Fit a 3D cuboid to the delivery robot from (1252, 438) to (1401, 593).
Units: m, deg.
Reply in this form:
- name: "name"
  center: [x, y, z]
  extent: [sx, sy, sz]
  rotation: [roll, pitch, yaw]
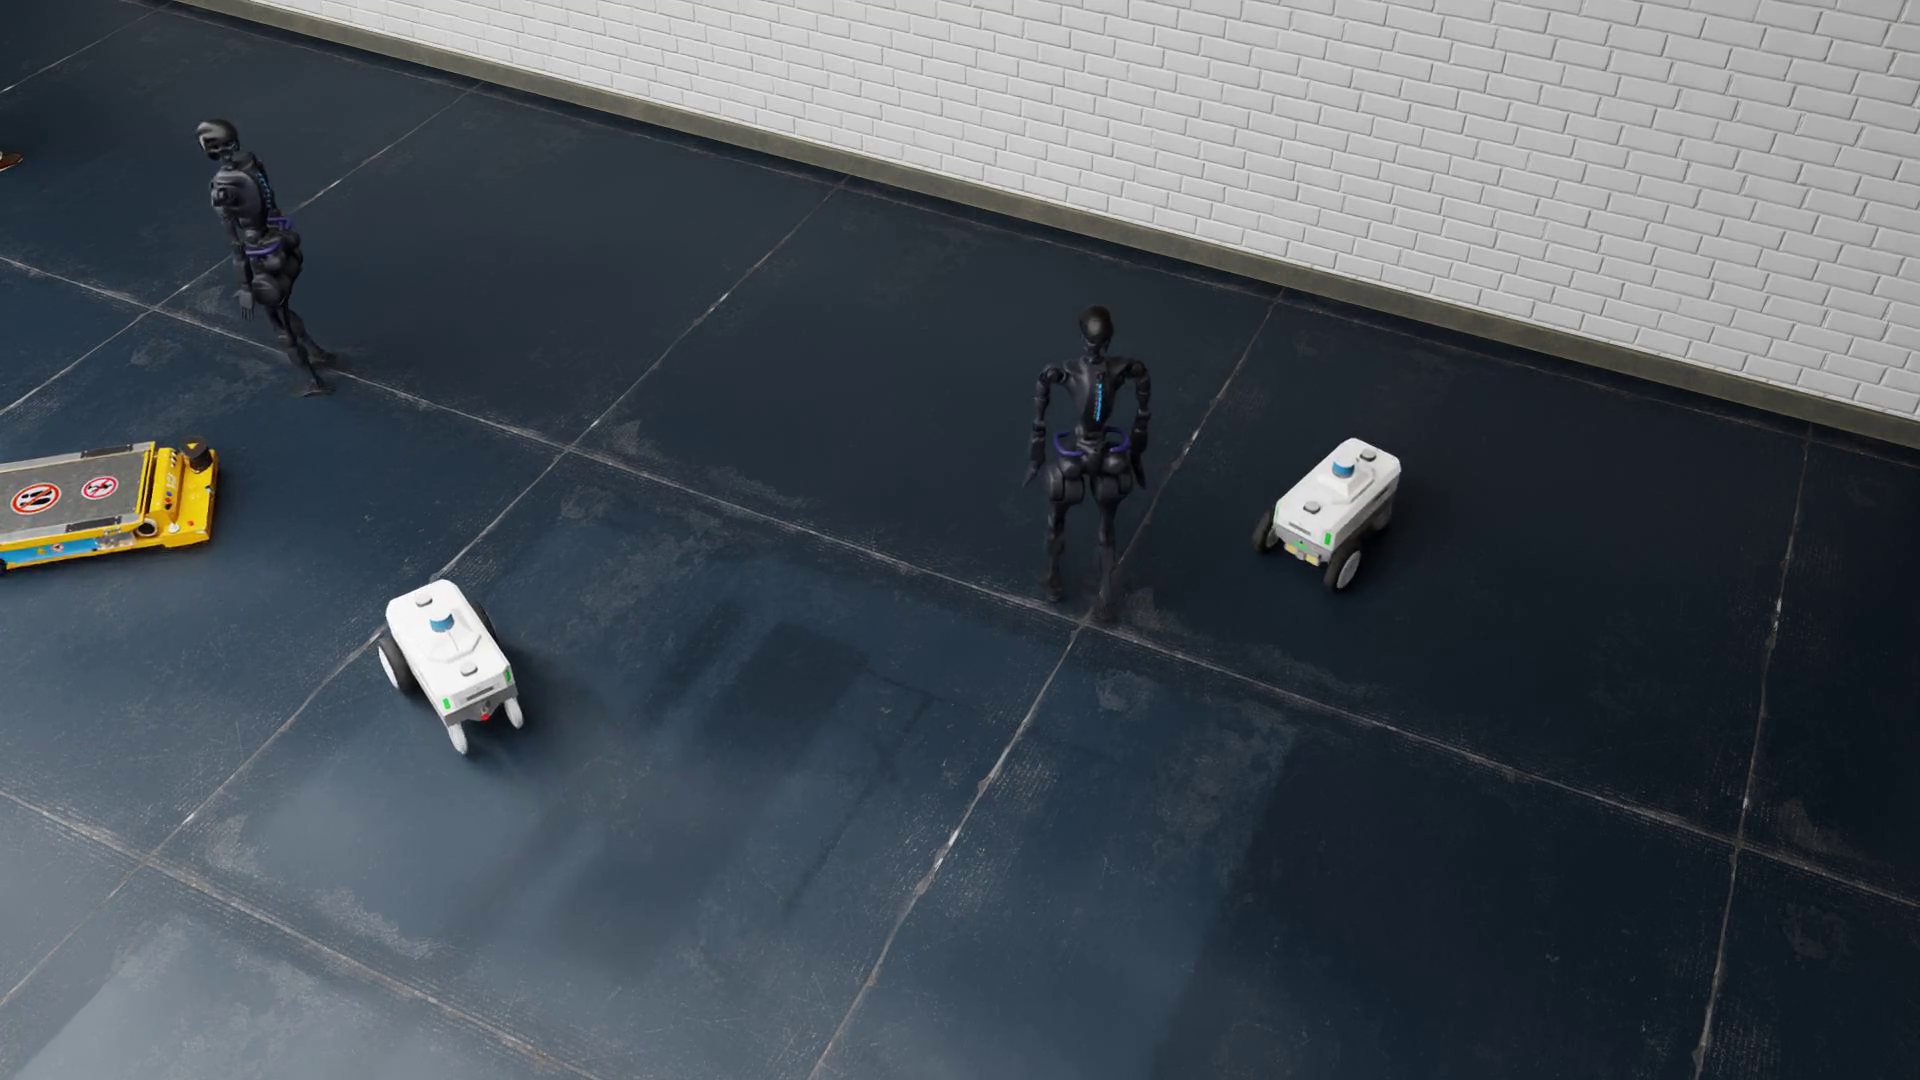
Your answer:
- name: "delivery robot"
  center: [1.844, -0.156, 8.216]
  extent: [0.499, 0.599, 0.784]
  rotation: [31, 51, 29]

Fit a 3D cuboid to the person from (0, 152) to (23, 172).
- name: "person"
  center: [-6.540, -3.113, 10.608]
  extent: [0.500, 1.633, 0.284]
  rotation: [10, 44, 10]

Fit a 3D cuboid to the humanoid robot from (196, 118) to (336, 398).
- name: "humanoid robot"
  center: [-3.670, -1.473, 8.812]
  extent: [0.303, 1.651, 0.612]
  rotation: [2, 43, 2]

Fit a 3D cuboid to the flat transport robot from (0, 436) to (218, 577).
- name: "flat transport robot"
  center: [-4.547, -0.148, 8.415]
  extent: [1.431, 0.231, 0.659]
  rotation: [-10, 44, -11]

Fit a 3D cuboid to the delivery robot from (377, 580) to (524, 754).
- name: "delivery robot"
  center: [-2.282, 0.526, 7.470]
  extent: [0.499, 0.584, 0.783]
  rotation: [-25, 49, -25]

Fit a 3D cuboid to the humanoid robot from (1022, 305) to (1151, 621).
- name: "humanoid robot"
  center: [0.590, -0.327, 7.589]
  extent: [0.583, 1.653, 0.503]
  rotation: [-6, 43, -7]
